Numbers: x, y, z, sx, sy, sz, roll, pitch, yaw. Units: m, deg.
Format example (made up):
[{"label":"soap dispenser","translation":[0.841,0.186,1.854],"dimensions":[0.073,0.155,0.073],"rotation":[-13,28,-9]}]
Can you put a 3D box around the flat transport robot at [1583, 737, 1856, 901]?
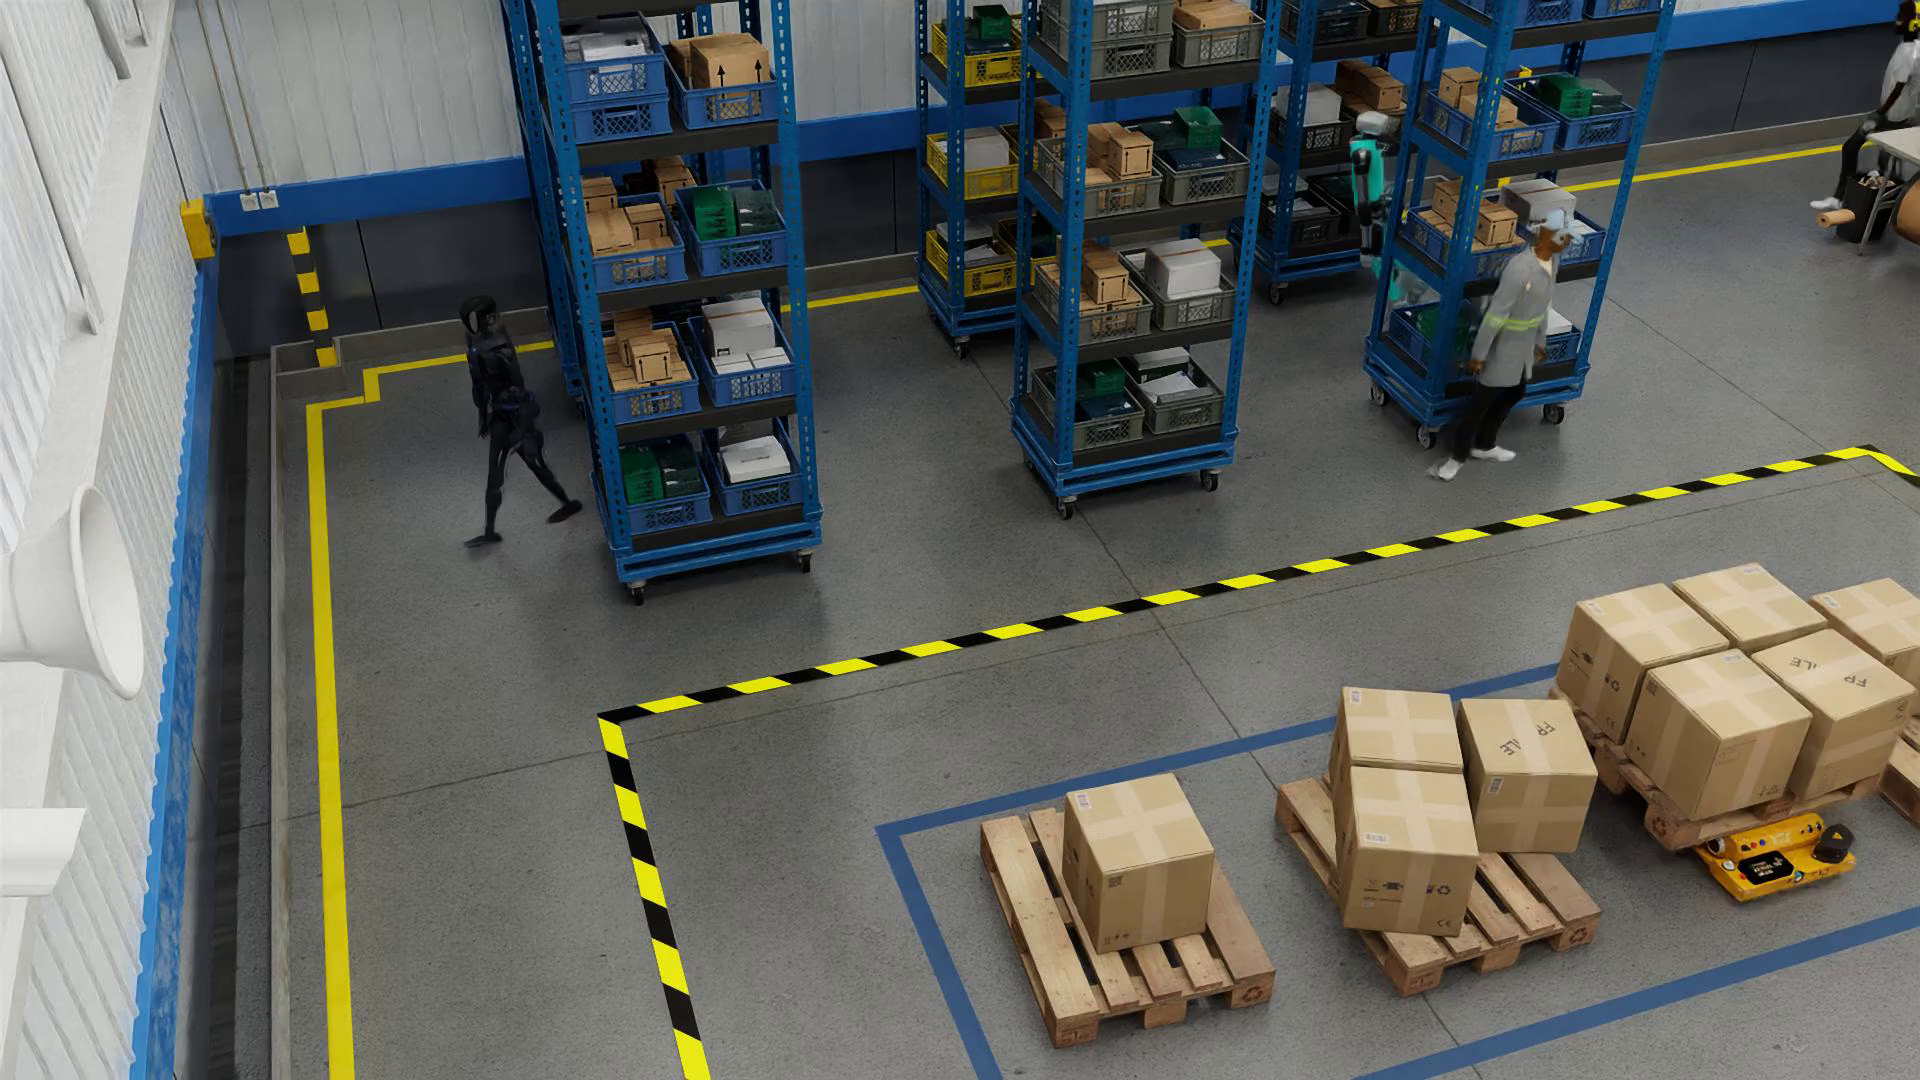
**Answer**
[{"label":"flat transport robot","translation":[3.729,1.172,8.370],"dimensions":[0.652,0.197,1.431],"rotation":[-11,37,-15]}]

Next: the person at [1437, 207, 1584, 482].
[{"label":"person","translation":[3.431,-1.194,10.417],"dimensions":[0.752,1.810,0.395],"rotation":[-28,44,-33]}]

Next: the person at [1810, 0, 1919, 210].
[{"label":"person","translation":[7.526,-3.491,13.637],"dimensions":[0.728,1.842,0.518],"rotation":[7,36,9]}]

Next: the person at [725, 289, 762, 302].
[{"label":"person","translation":[-1.337,-1.287,10.597],"dimensions":[0.287,1.746,0.488],"rotation":[4,35,5]}]

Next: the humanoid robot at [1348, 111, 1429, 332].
[{"label":"humanoid robot","translation":[3.099,-2.115,11.823],"dimensions":[0.859,1.819,0.540],"rotation":[12,37,16]}]

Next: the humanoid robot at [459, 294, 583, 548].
[{"label":"humanoid robot","translation":[-2.688,-0.701,9.873],"dimensions":[0.611,1.624,0.788],"rotation":[29,44,34]}]
